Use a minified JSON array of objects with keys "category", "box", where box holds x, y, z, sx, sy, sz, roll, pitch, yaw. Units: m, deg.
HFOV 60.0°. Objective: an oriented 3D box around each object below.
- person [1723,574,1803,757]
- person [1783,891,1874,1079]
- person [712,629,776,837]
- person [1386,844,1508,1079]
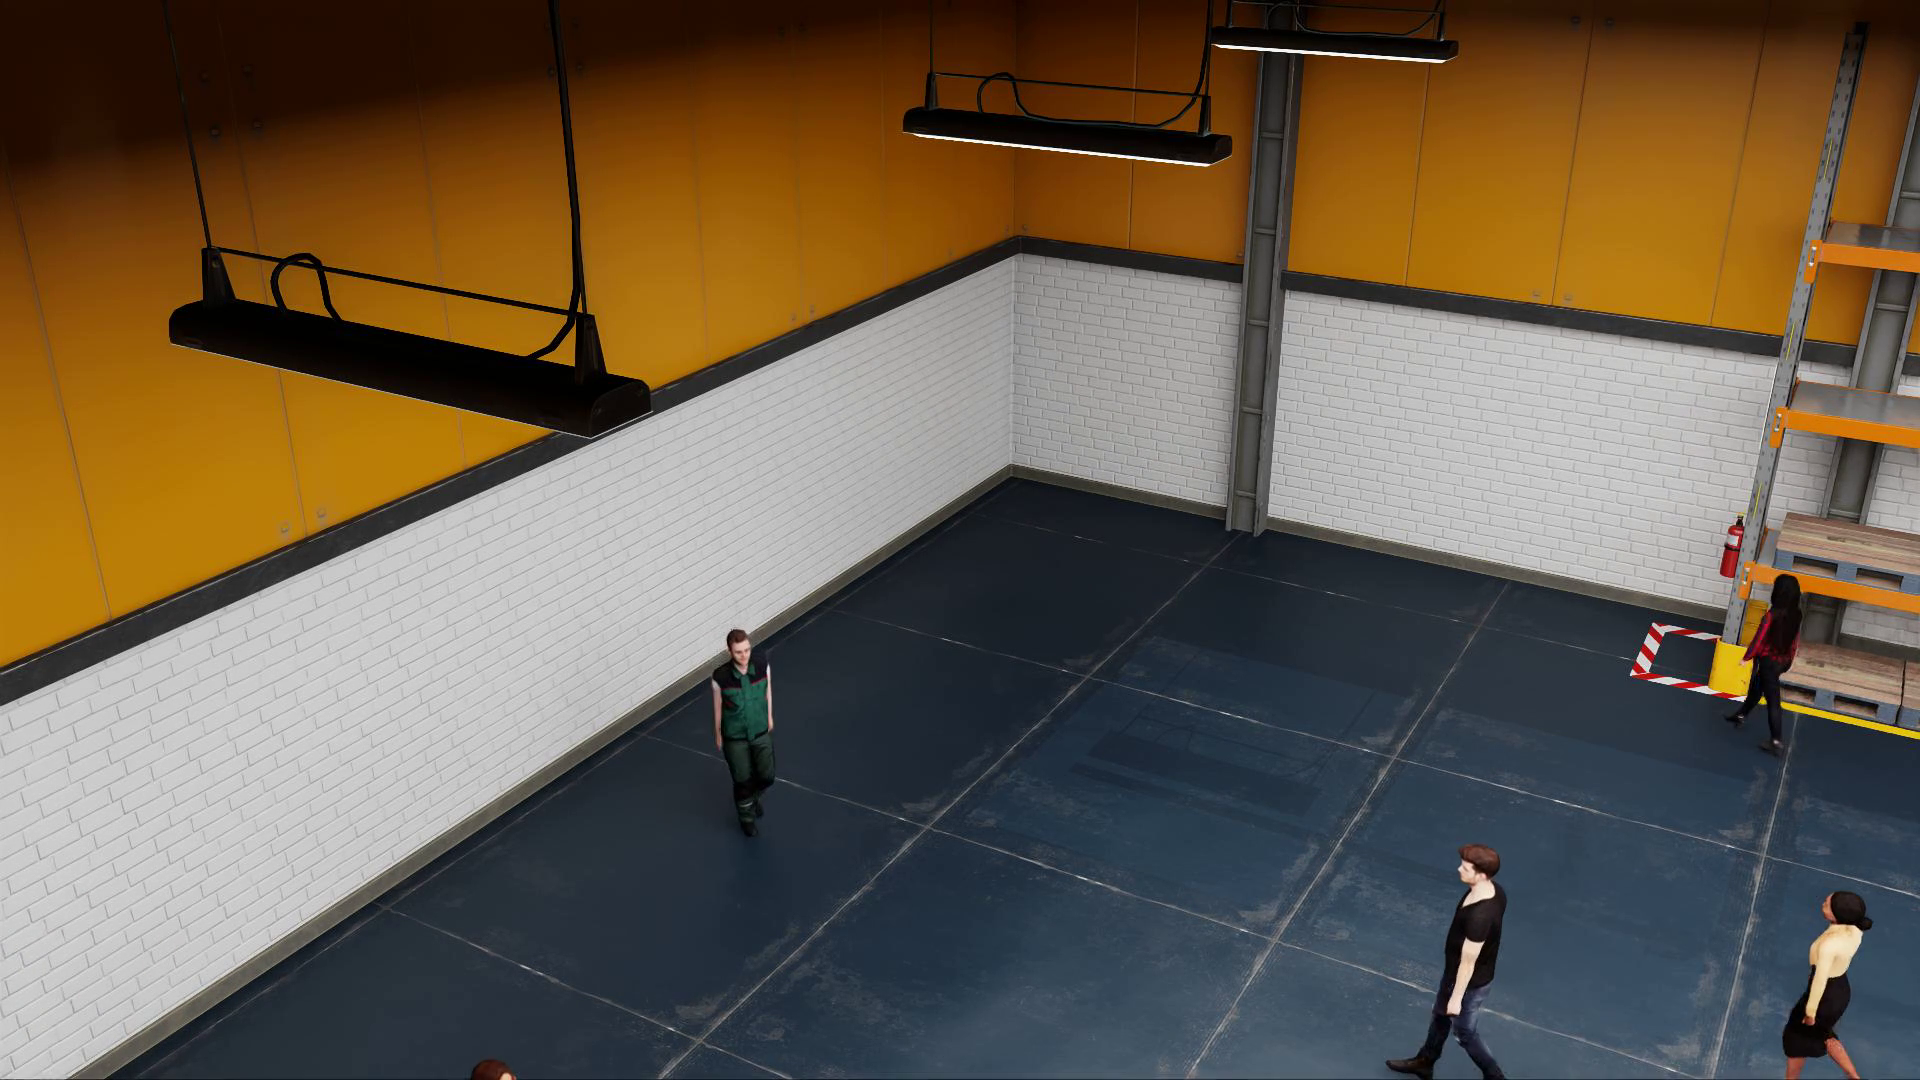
[{"category":"person","box":[7.147,1.121,14.452,0.844,1.632,1.000,-14,27,-29]},{"category":"person","box":[5.453,2.914,10.347,0.788,1.636,0.925,-15,28,-31]},{"category":"person","box":[-1.745,1.500,13.341,0.824,1.828,0.873,-12,26,-25]},{"category":"person","box":[3.256,2.753,10.415,1.089,1.875,0.806,8,25,18]}]
